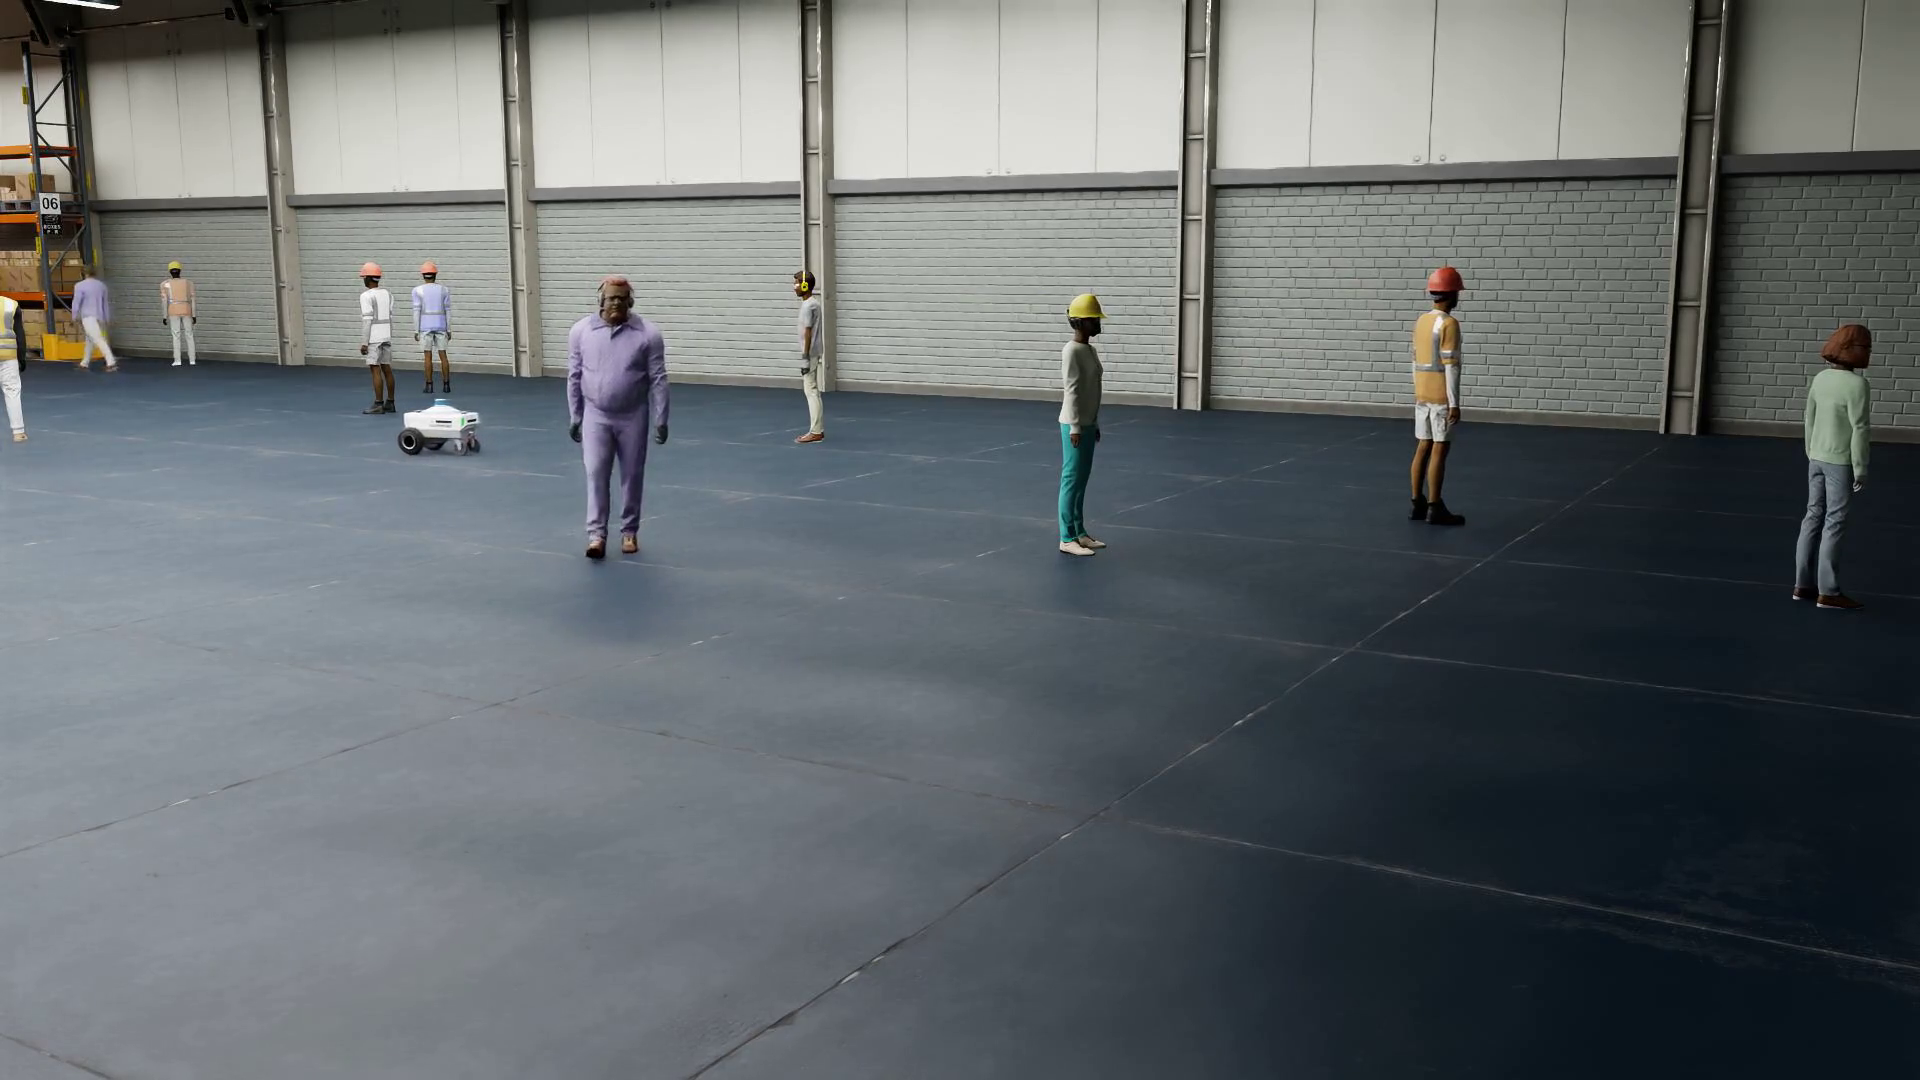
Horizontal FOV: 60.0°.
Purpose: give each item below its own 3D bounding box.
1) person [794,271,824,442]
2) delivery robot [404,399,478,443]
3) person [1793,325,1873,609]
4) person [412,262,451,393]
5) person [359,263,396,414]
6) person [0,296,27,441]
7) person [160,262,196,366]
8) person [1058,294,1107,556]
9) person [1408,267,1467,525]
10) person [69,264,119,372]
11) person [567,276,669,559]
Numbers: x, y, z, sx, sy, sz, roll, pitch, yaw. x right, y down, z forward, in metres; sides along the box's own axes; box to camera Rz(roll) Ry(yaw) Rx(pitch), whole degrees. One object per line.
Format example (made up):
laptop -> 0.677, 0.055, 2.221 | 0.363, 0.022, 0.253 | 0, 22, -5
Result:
person -> -1.647, -1.992, 18.139 | 0.311, 1.863, 0.509 | 0, 10, 1
delivery robot -> -5.315, -1.202, 17.046 | 0.707, 0.478, 0.477 | 2, 10, 13
person -> 5.078, -0.425, 9.619 | 0.279, 1.631, 0.507 | -1, 10, -5
person -> -7.806, -3.134, 24.597 | 0.548, 1.934, 0.375 | -5, 11, -28
person -> -7.494, -2.577, 21.331 | 0.356, 1.939, 0.543 | 3, 10, 18
person -> -10.495, -1.975, 18.086 | 0.629, 1.843, 0.429 | -6, 11, -30
person -> -14.411, -4.166, 30.693 | 0.585, 1.916, 0.388 | -7, 12, -36
person -> 0.840, -0.785, 11.343 | 0.308, 1.769, 0.525 | 3, 10, 19
person -> 3.631, -1.080, 12.577 | 0.377, 1.939, 0.554 | -2, 10, -13
person -> -15.179, -3.872, 29.104 | 1.028, 1.892, 0.633 | 2, 10, 14
person -> -2.285, -0.807, 11.113 | 0.677, 1.879, 0.785 | -2, 10, -9
